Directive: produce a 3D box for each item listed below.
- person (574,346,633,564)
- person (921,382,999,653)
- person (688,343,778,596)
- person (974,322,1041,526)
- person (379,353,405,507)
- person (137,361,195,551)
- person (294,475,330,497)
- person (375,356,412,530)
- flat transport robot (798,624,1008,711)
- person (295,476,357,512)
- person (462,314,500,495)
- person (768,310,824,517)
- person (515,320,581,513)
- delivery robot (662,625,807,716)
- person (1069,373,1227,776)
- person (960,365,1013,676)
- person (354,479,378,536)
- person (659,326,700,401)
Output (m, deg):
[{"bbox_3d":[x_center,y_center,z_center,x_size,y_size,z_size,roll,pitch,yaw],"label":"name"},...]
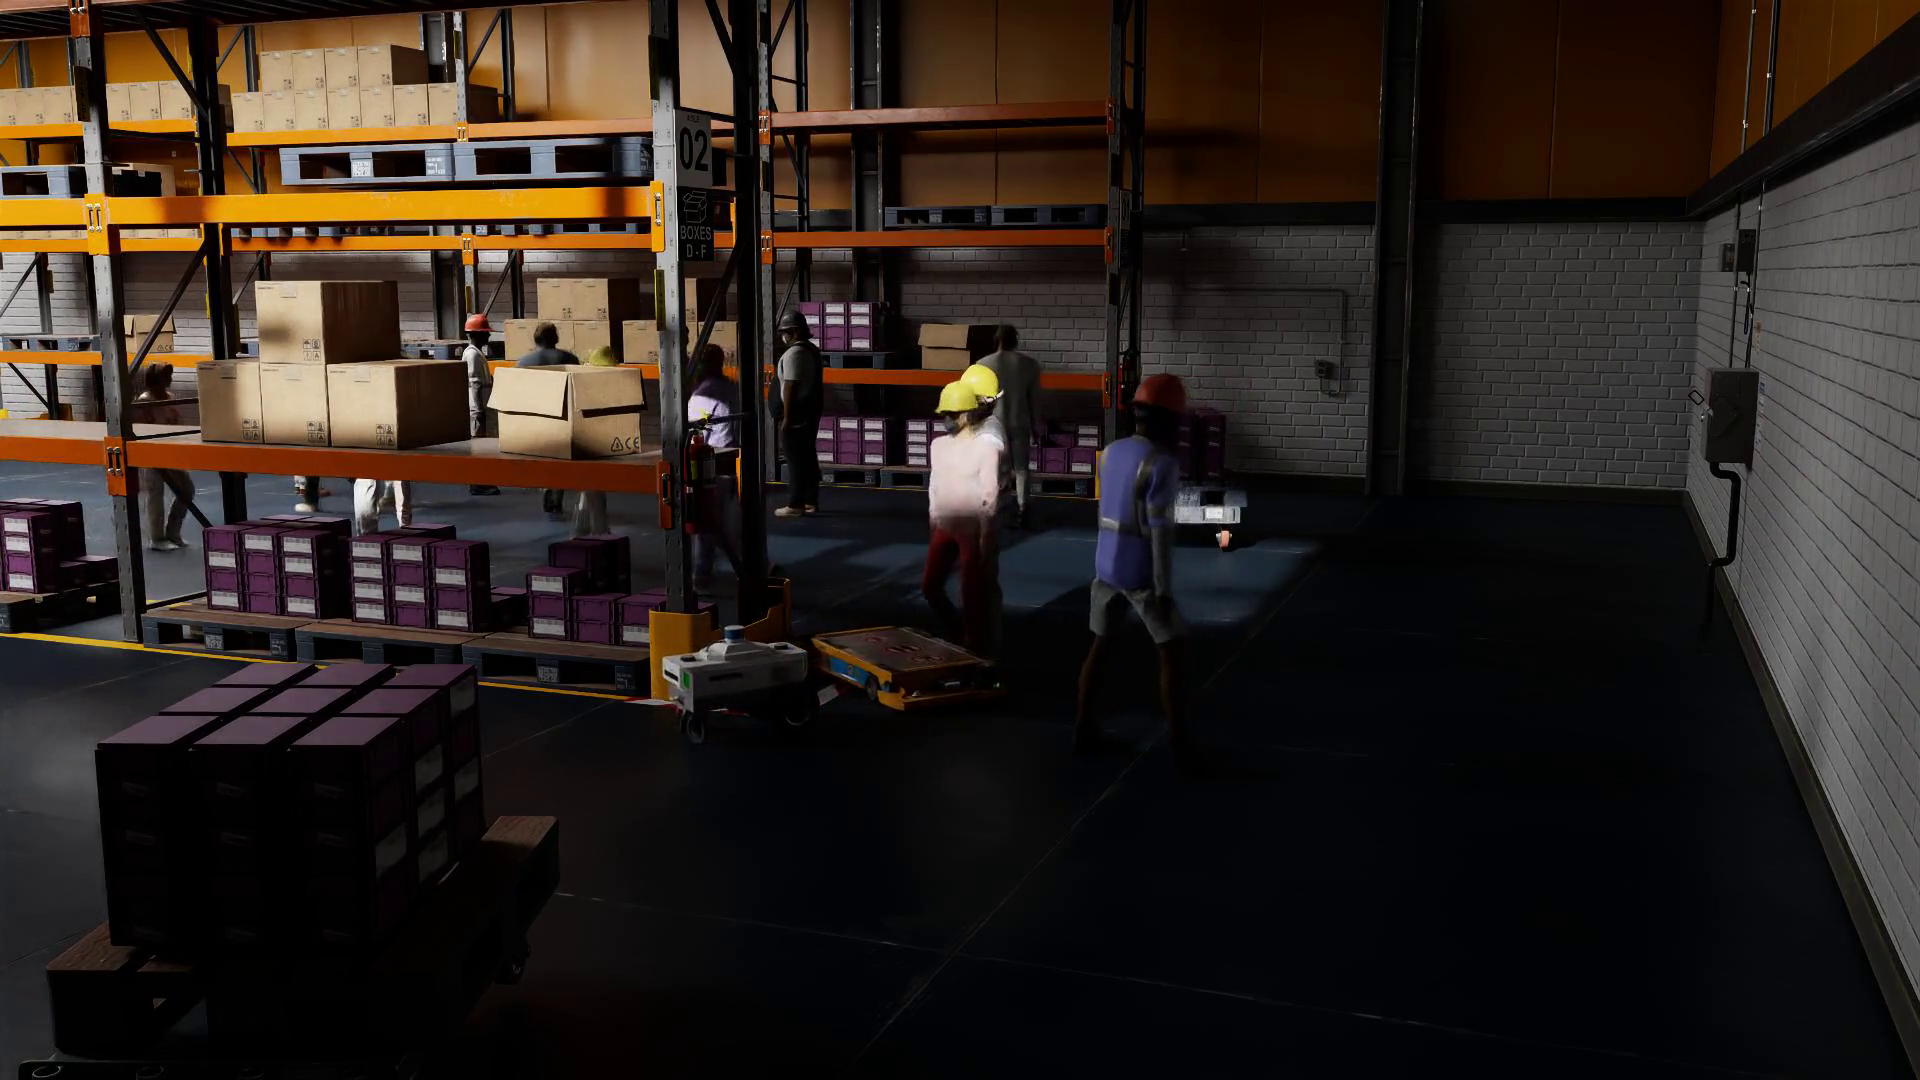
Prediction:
[{"bbox_3d":[-2.849,-0.648,13.318,0.919,1.781,0.618,6,11,33],"label":"person"},{"bbox_3d":[-0.003,-0.026,9.574,0.546,1.756,0.388,7,12,39],"label":"person"},{"bbox_3d":[-1.720,-0.481,11.995,0.811,1.878,0.650,2,9,11],"label":"person"},{"bbox_3d":[0.416,-1.040,15.338,0.661,1.928,0.586,-1,9,-8],"label":"person"},{"bbox_3d":[-5.831,-1.236,16.865,0.474,1.831,0.661,1,9,6],"label":"person"},{"bbox_3d":[-6.783,-0.708,14.185,0.411,1.622,0.539,1,9,7],"label":"person"},{"bbox_3d":[-6.976,-1.423,17.714,0.358,1.938,0.636,-5,10,-28],"label":"person"},{"bbox_3d":[-5.124,-0.991,14.825,0.619,1.994,0.381,-4,10,-25],"label":"person"},{"bbox_3d":[-0.371,0.704,9.576,0.652,0.197,1.431,-5,10,-29],"label":"flat transport robot"},{"bbox_3d":[-6.256,-1.163,16.434,0.783,1.824,0.522,4,10,22],"label":"person"},{"bbox_3d":[-5.157,-1.448,17.869,0.361,1.939,0.542,-3,9,-17],"label":"person"},{"bbox_3d":[-1.617,-1.257,16.350,0.535,2.000,0.687,3,9,16],"label":"person"},{"bbox_3d":[-4.008,-1.183,16.275,0.637,1.921,0.675,-3,9,-17],"label":"person"},{"bbox_3d":[-1.154,0.682,8.532,0.707,0.478,0.477,-5,11,-31],"label":"delivery robot"},{"bbox_3d":[0.897,0.154,7.961,0.509,1.902,0.682,-6,11,-33],"label":"person"},{"bbox_3d":[0.101,-0.112,9.800,0.403,1.837,0.591,-1,9,-6],"label":"person"},{"bbox_3d":[-5.074,-0.848,14.275,0.353,1.883,0.573,-4,10,-25],"label":"person"},{"bbox_3d":[-3.033,-1.436,18.090,0.429,1.844,0.633,-5,10,-27],"label":"person"}]
